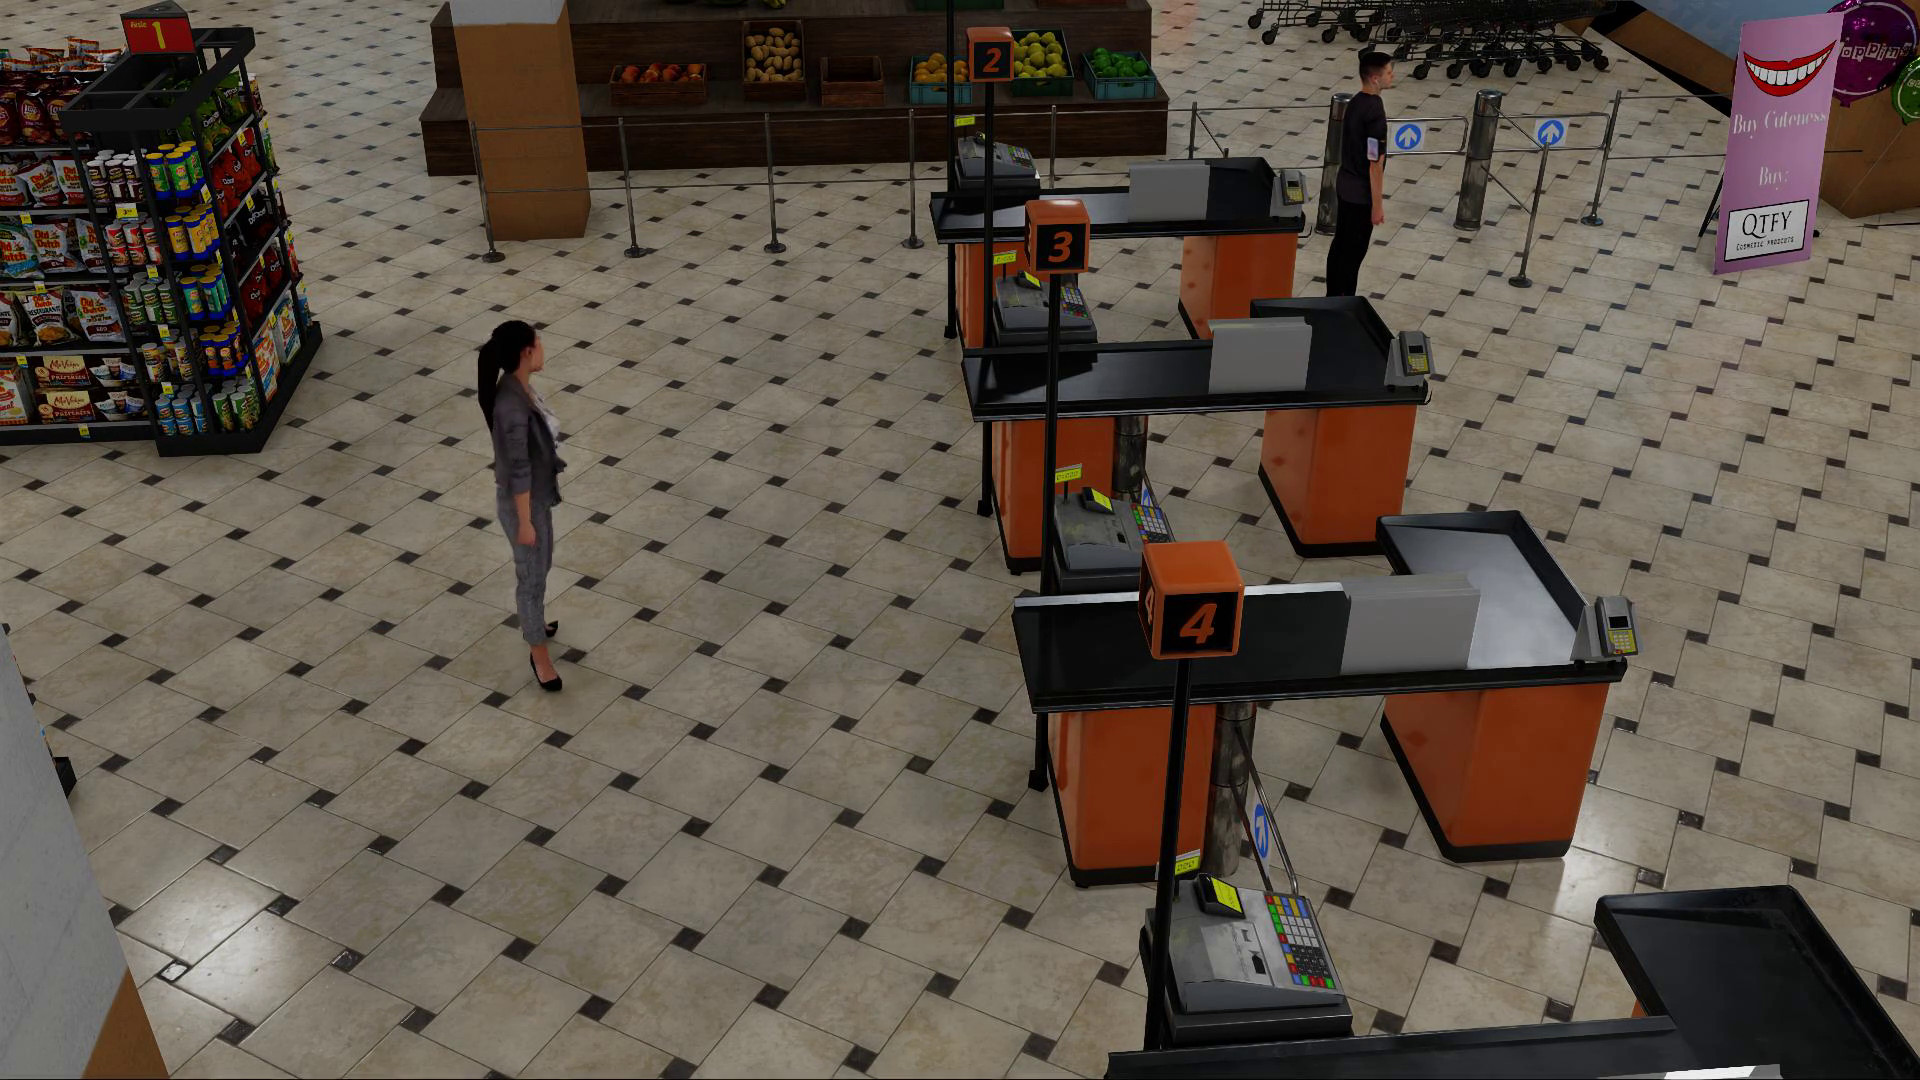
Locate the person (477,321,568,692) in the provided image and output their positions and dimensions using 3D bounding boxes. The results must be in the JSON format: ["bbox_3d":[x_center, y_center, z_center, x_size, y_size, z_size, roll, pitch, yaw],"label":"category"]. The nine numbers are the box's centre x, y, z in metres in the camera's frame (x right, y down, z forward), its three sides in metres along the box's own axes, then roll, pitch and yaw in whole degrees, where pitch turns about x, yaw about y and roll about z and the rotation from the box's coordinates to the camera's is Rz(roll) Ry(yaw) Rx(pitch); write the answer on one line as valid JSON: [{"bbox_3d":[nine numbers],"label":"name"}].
[{"bbox_3d":[-1.913,-0.123,7.292,0.586,1.655,0.733,1,32,2],"label":"person"}]

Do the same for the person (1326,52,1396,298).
[{"bbox_3d":[2.526,-2.201,10.529,0.528,1.764,0.619,-3,32,-4],"label":"person"}]
